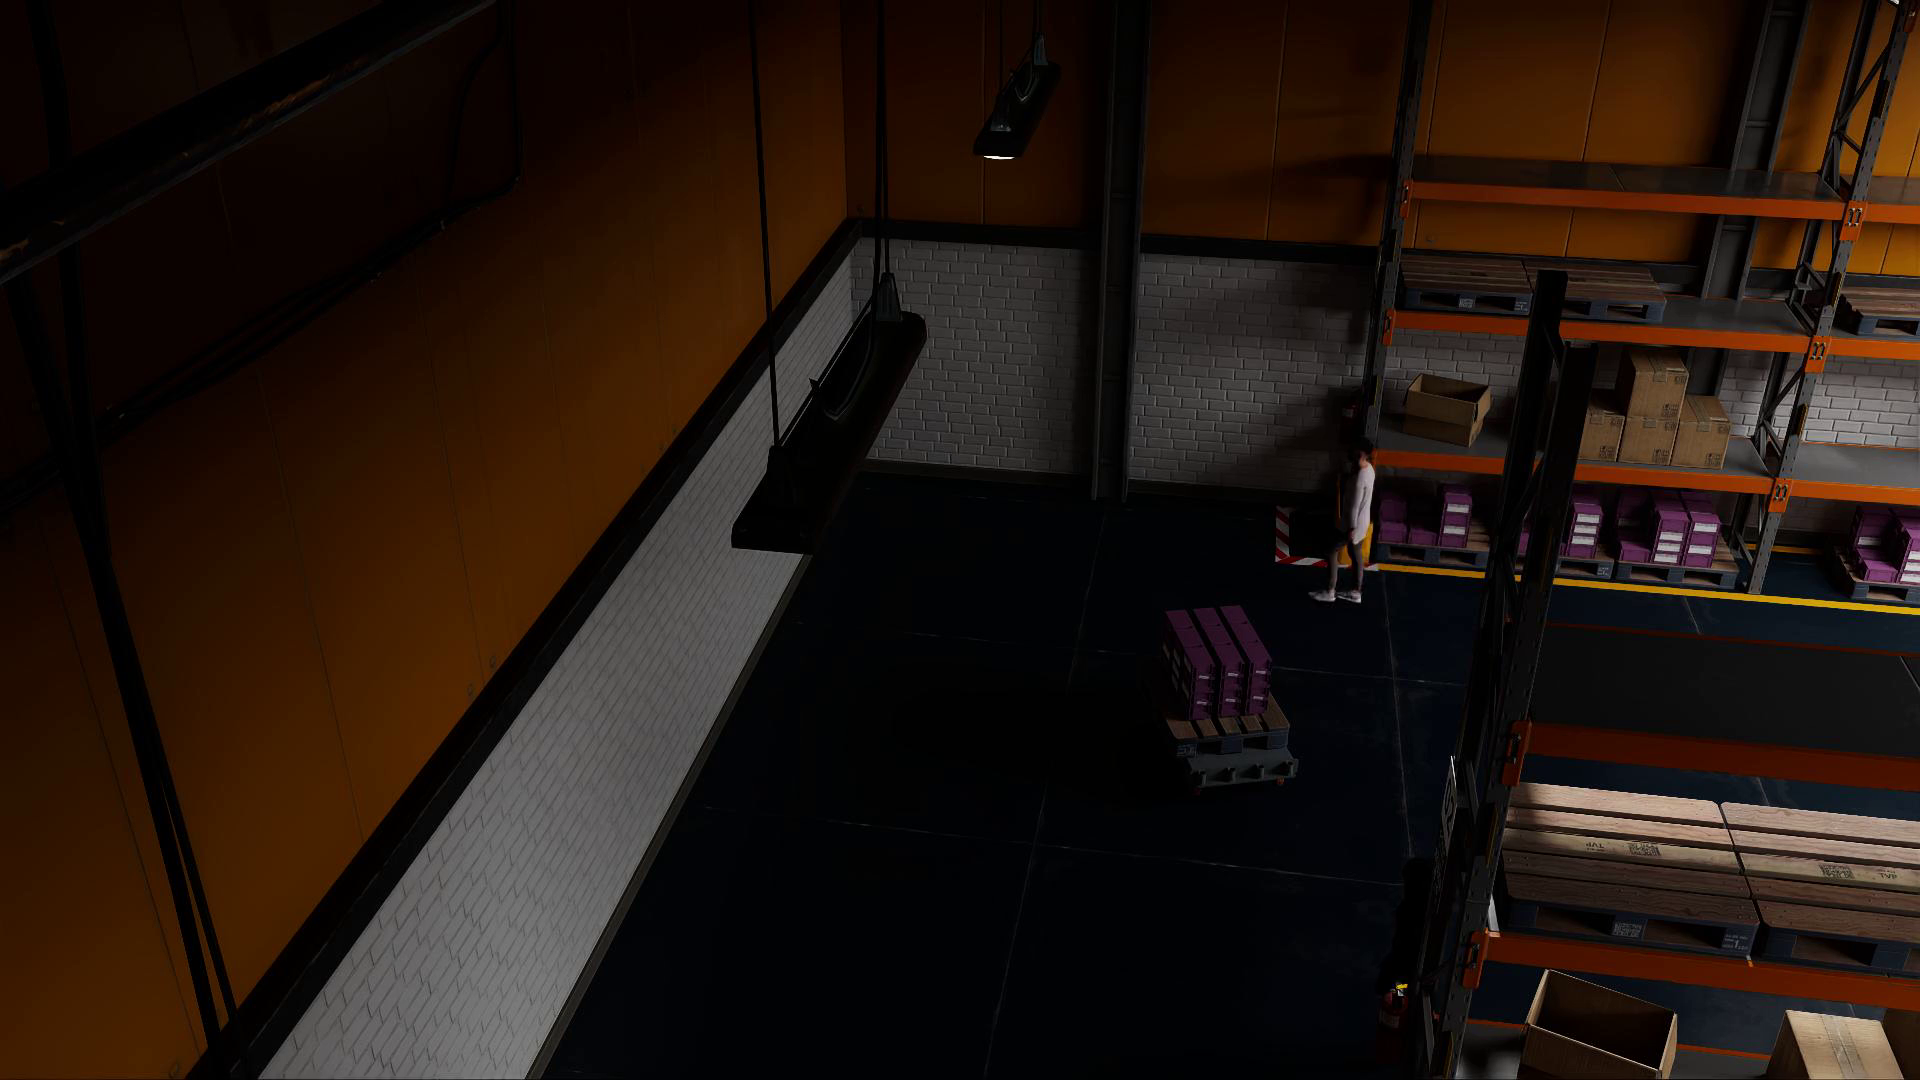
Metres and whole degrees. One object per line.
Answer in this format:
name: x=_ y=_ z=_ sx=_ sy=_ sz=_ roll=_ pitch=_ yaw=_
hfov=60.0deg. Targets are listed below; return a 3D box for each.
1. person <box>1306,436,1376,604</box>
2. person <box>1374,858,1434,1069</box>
person: x=3.958 y=-0.170 z=16.407 sx=0.846 sy=1.829 sz=0.794 roll=12 pitch=31 yaw=21
person: x=3.062 y=2.812 z=11.001 sx=0.822 sy=1.771 sz=0.689 roll=-4 pitch=29 yaw=-8
